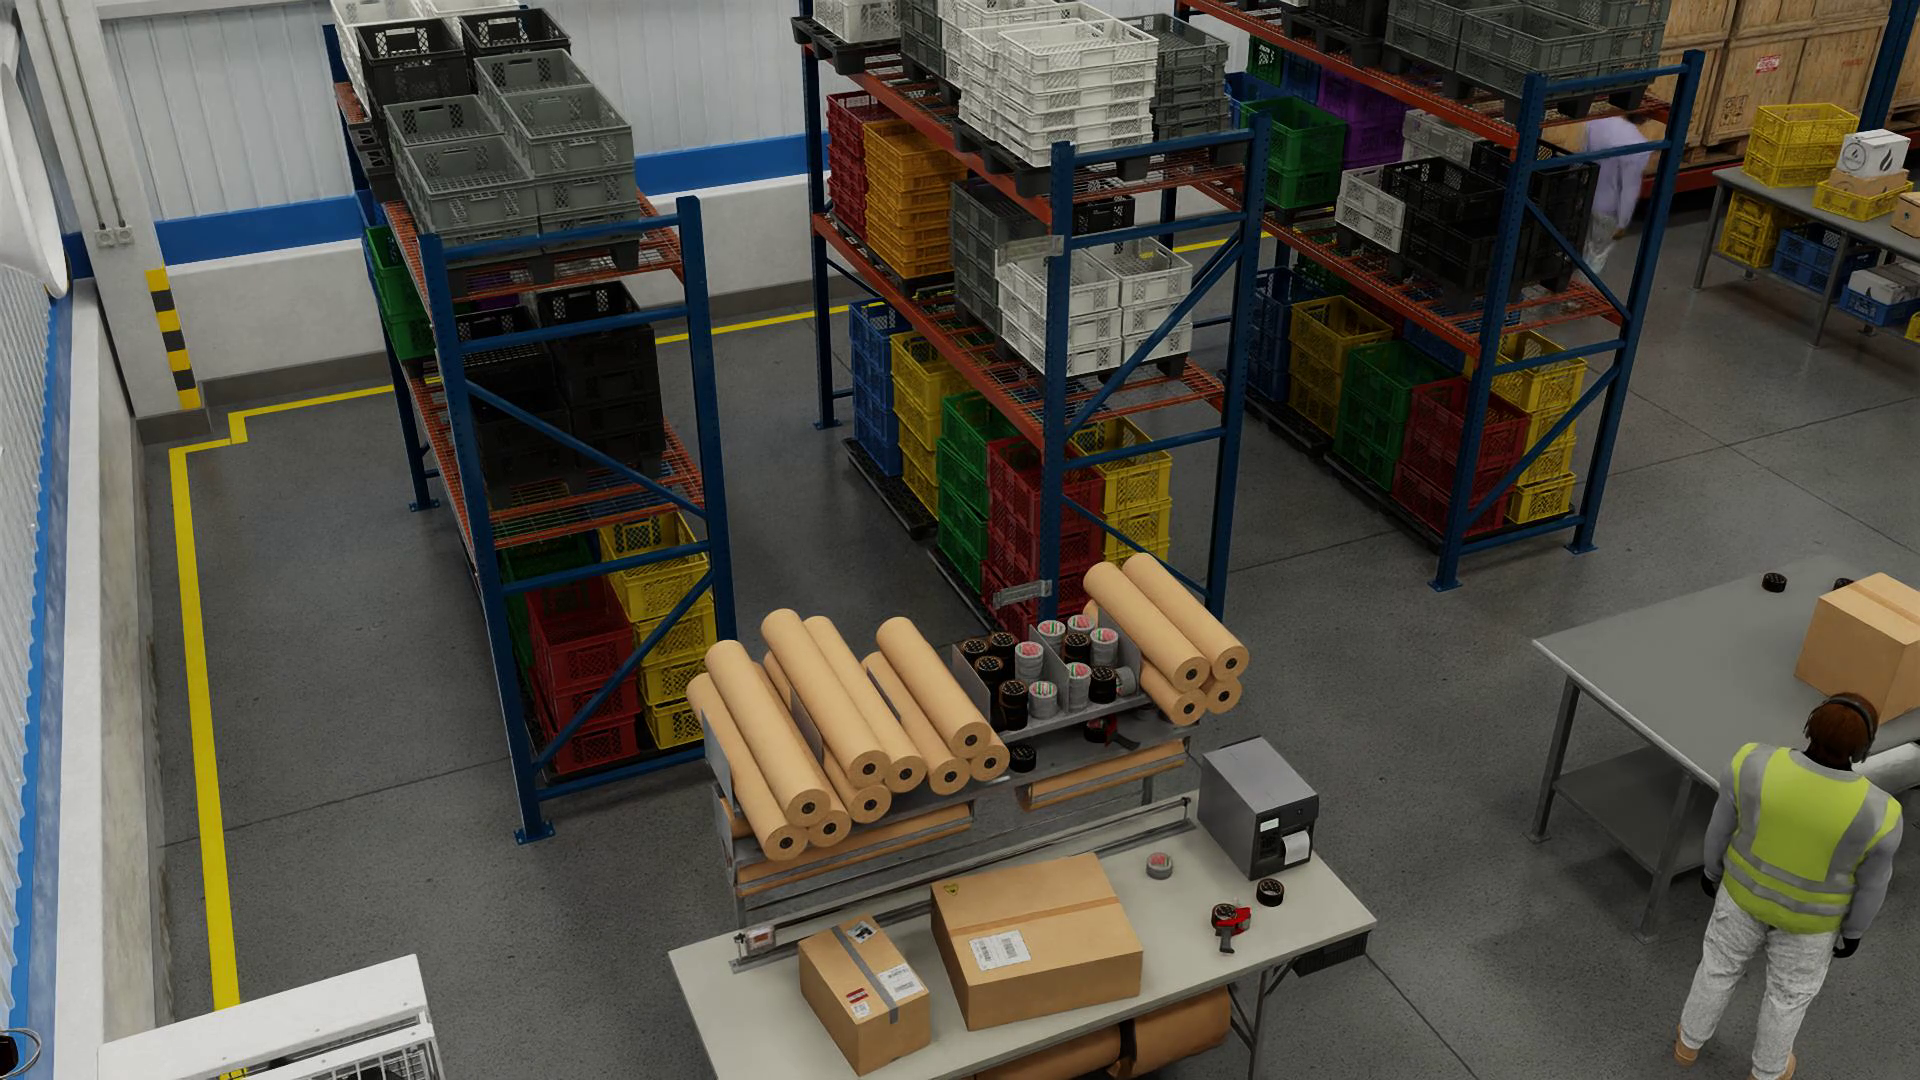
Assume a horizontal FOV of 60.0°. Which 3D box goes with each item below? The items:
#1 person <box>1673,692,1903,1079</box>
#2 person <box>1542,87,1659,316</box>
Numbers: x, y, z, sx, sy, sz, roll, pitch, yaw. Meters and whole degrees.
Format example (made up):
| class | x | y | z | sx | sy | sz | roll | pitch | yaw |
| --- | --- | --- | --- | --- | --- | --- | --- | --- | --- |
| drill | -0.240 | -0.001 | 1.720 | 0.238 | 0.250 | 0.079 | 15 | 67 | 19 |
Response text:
| class | x | y | z | sx | sy | sz | roll | pitch | yaw |
| --- | --- | --- | --- | --- | --- | --- | --- | --- | --- |
| person | 3.110 | 1.340 | 6.281 | 0.625 | 1.844 | 0.429 | 23 | 39 | 33 |
| person | 4.872 | -2.506 | 12.487 | 0.421 | 1.886 | 0.686 | -14 | 34 | -22 |
